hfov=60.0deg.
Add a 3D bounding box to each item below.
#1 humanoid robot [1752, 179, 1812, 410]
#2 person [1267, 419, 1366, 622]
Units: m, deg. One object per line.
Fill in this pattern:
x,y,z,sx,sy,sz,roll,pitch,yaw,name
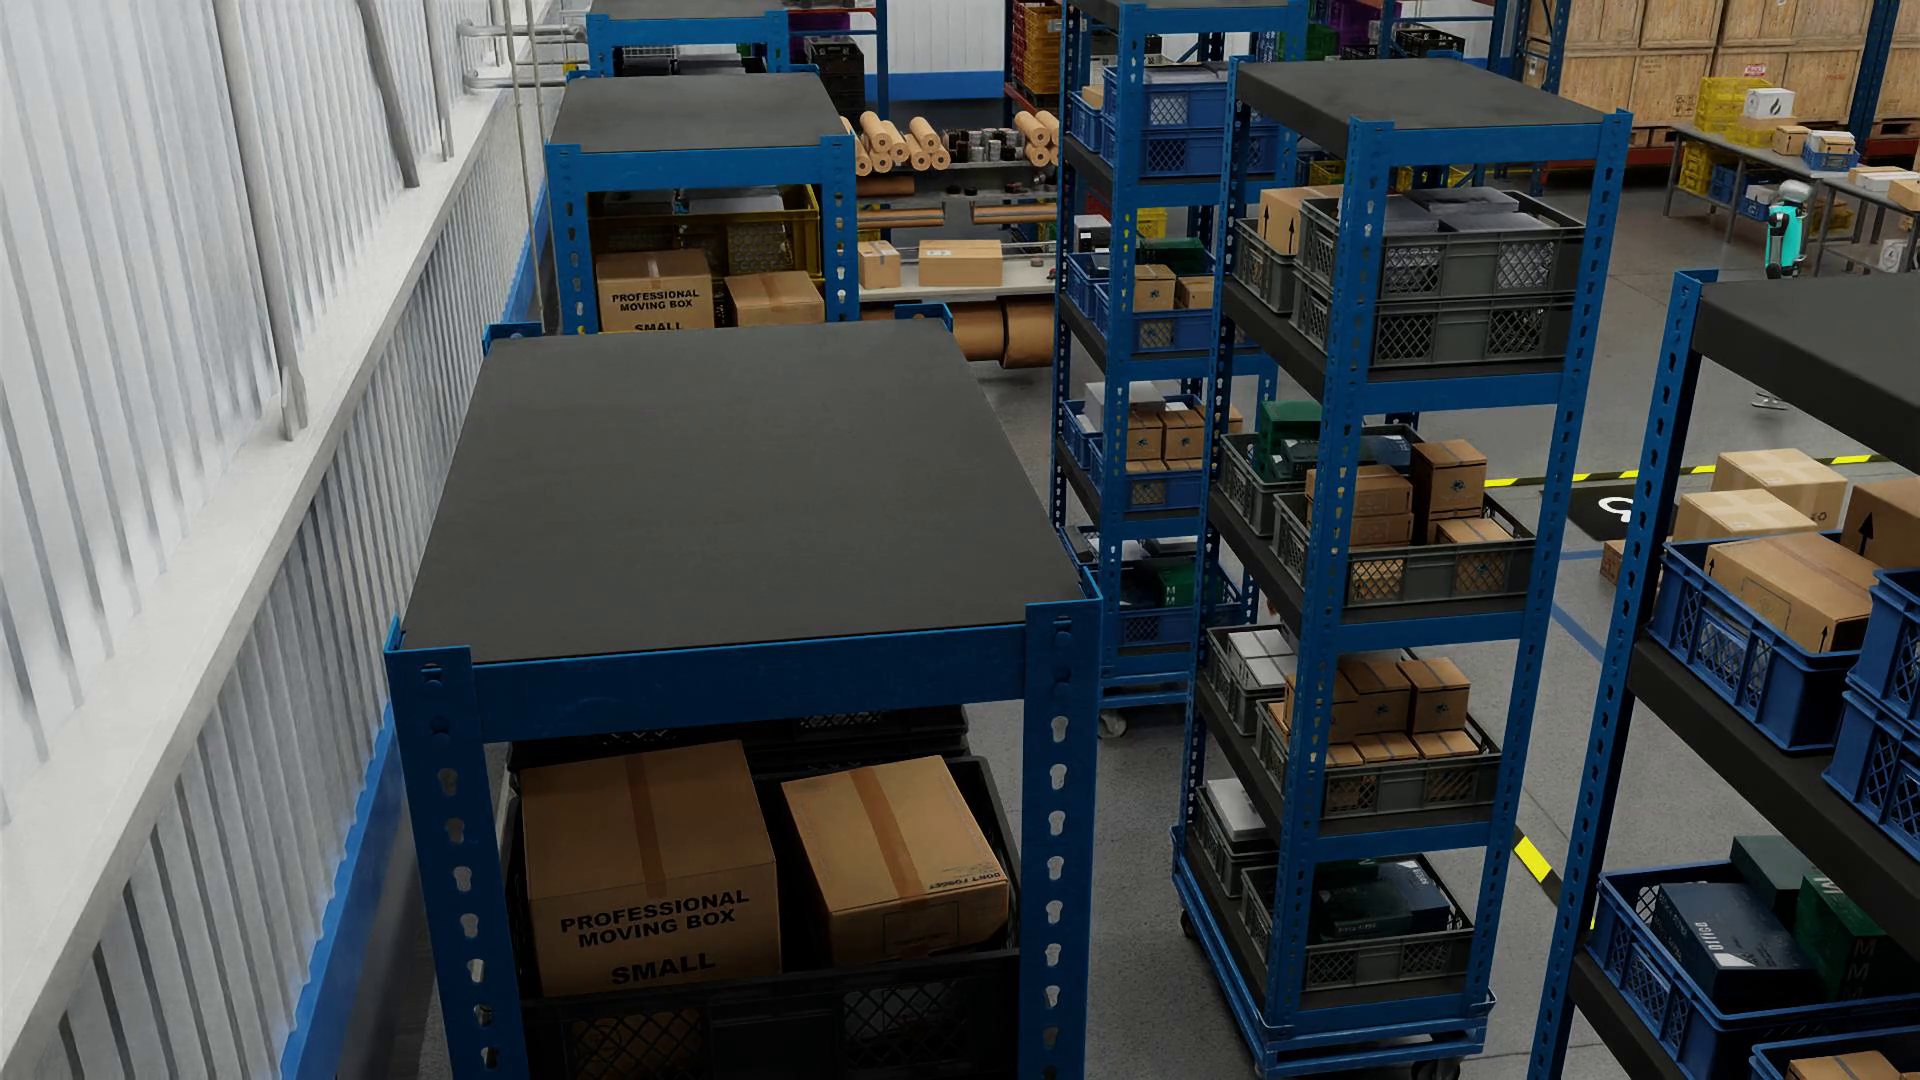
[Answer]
6.216,-1.768,12.219,0.735,1.681,0.533,17,30,33,humanoid robot
1.744,0.214,7.961,0.587,1.833,0.395,-4,25,-8,person
